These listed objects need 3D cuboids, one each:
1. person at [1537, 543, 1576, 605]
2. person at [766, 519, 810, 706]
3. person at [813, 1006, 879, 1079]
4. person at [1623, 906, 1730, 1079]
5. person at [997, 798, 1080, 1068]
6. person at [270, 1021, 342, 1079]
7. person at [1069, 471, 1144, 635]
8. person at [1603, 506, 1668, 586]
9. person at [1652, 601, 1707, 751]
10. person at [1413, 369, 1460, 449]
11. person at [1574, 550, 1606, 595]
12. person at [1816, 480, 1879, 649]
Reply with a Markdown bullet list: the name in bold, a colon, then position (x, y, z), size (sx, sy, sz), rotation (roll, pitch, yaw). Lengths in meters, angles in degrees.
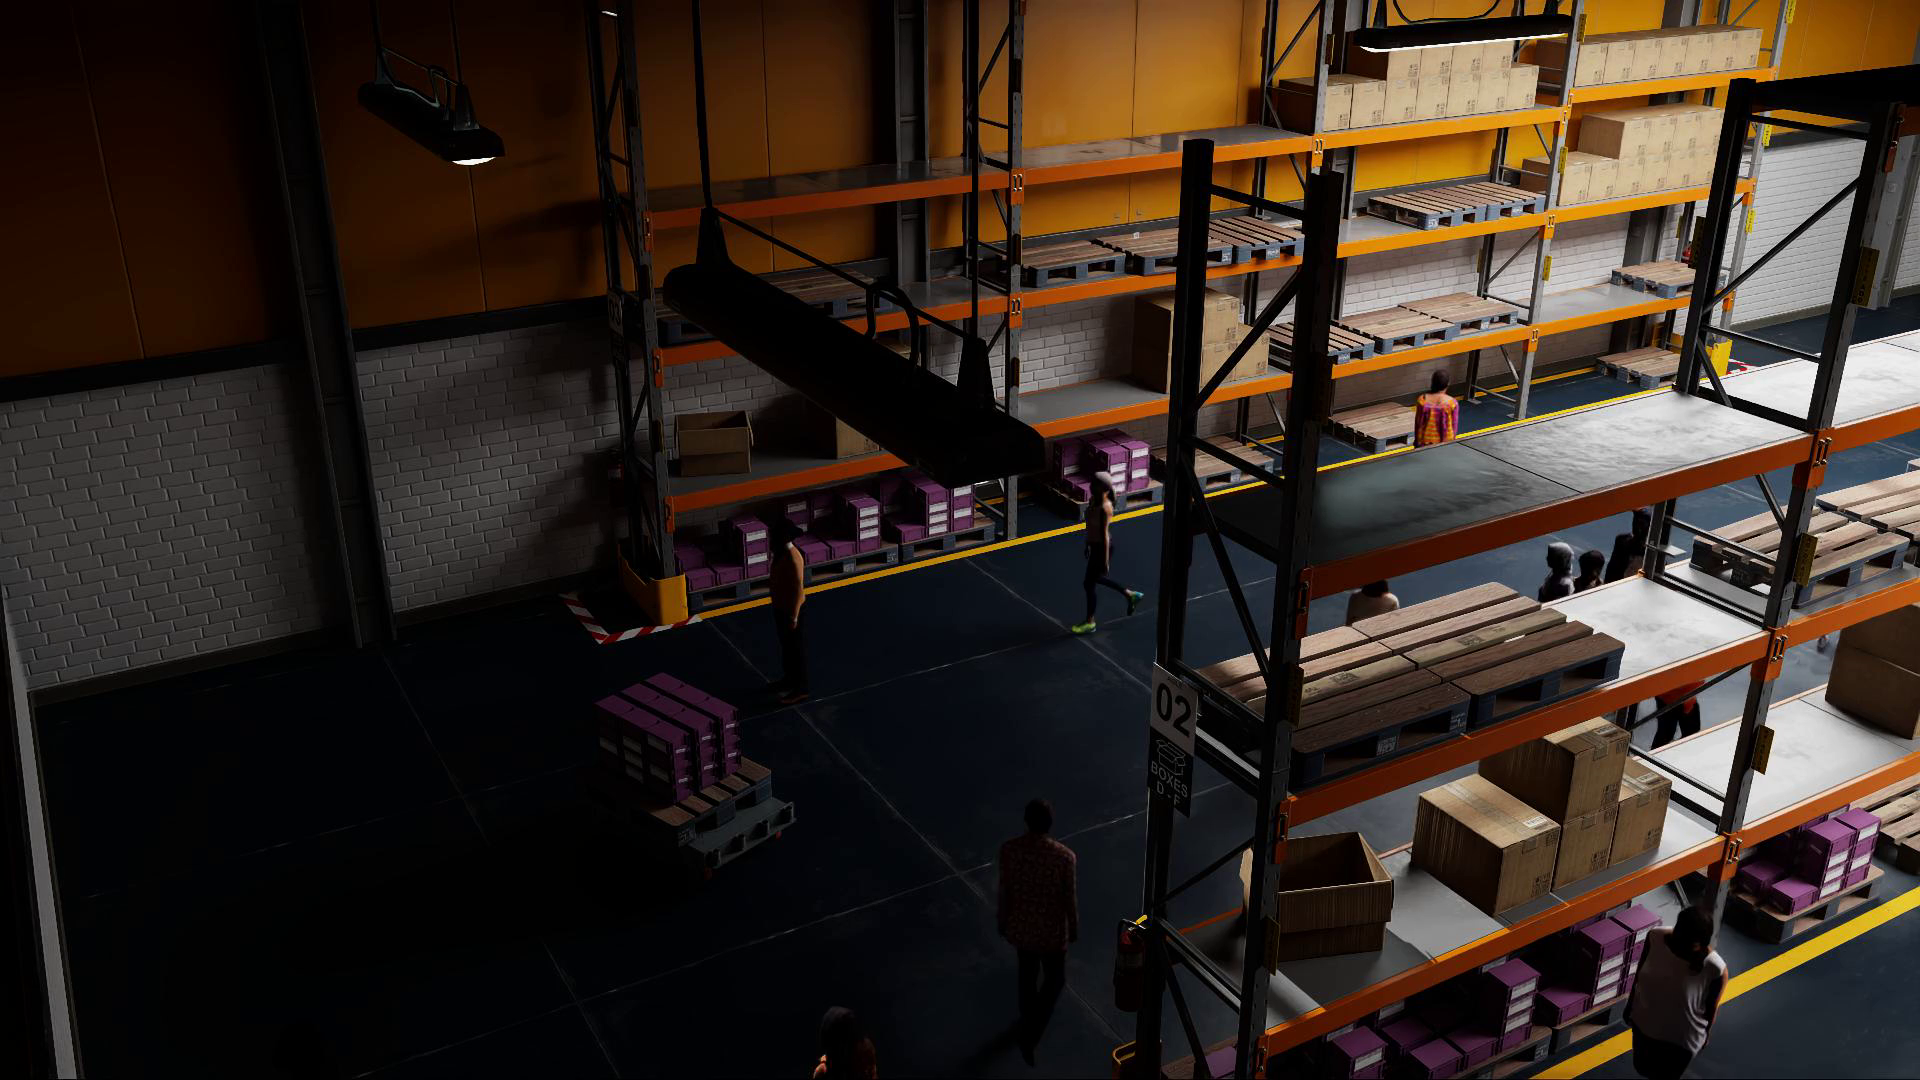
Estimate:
- **person**: position (5.203, 0.872, 14.359), size (0.998, 1.752, 0.894), rotation (1, 24, 2)
- **person**: position (-1.537, 0.616, 14.942), size (0.623, 1.754, 0.684), rotation (-9, 25, -20)
- **person**: position (-0.546, 3.256, 8.960), size (0.909, 1.707, 0.872), rotation (-20, 31, -38)
- **person**: position (4.244, 2.861, 9.923), size (0.996, 1.660, 0.699), rotation (-16, 28, -33)
- **person**: position (0.478, 2.509, 10.579), size (1.013, 1.779, 1.129), rotation (10, 25, 21)
- **person**: position (-3.362, 3.284, 8.768), size (0.730, 1.811, 0.731), rotation (-3, 24, -7)
- **person**: position (1.449, 0.116, 16.175), size (1.070, 1.682, 0.843), rotation (-4, 24, -8)
- **person**: position (5.991, 0.561, 14.893), size (0.621, 1.893, 0.707), rotation (-17, 29, -34)
- **person**: position (5.695, 1.298, 13.401), size (0.722, 1.737, 0.679), rotation (-7, 25, -16)
- **person**: position (5.452, -1.175, 19.118), size (0.778, 1.690, 0.825), rotation (10, 26, 22)
- **person**: position (5.485, 0.769, 14.890), size (0.961, 1.514, 0.752), rotation (-6, 24, -13)
- **person**: position (8.460, 0.265, 15.858), size (0.965, 1.662, 0.701), rotation (-20, 30, -38)
